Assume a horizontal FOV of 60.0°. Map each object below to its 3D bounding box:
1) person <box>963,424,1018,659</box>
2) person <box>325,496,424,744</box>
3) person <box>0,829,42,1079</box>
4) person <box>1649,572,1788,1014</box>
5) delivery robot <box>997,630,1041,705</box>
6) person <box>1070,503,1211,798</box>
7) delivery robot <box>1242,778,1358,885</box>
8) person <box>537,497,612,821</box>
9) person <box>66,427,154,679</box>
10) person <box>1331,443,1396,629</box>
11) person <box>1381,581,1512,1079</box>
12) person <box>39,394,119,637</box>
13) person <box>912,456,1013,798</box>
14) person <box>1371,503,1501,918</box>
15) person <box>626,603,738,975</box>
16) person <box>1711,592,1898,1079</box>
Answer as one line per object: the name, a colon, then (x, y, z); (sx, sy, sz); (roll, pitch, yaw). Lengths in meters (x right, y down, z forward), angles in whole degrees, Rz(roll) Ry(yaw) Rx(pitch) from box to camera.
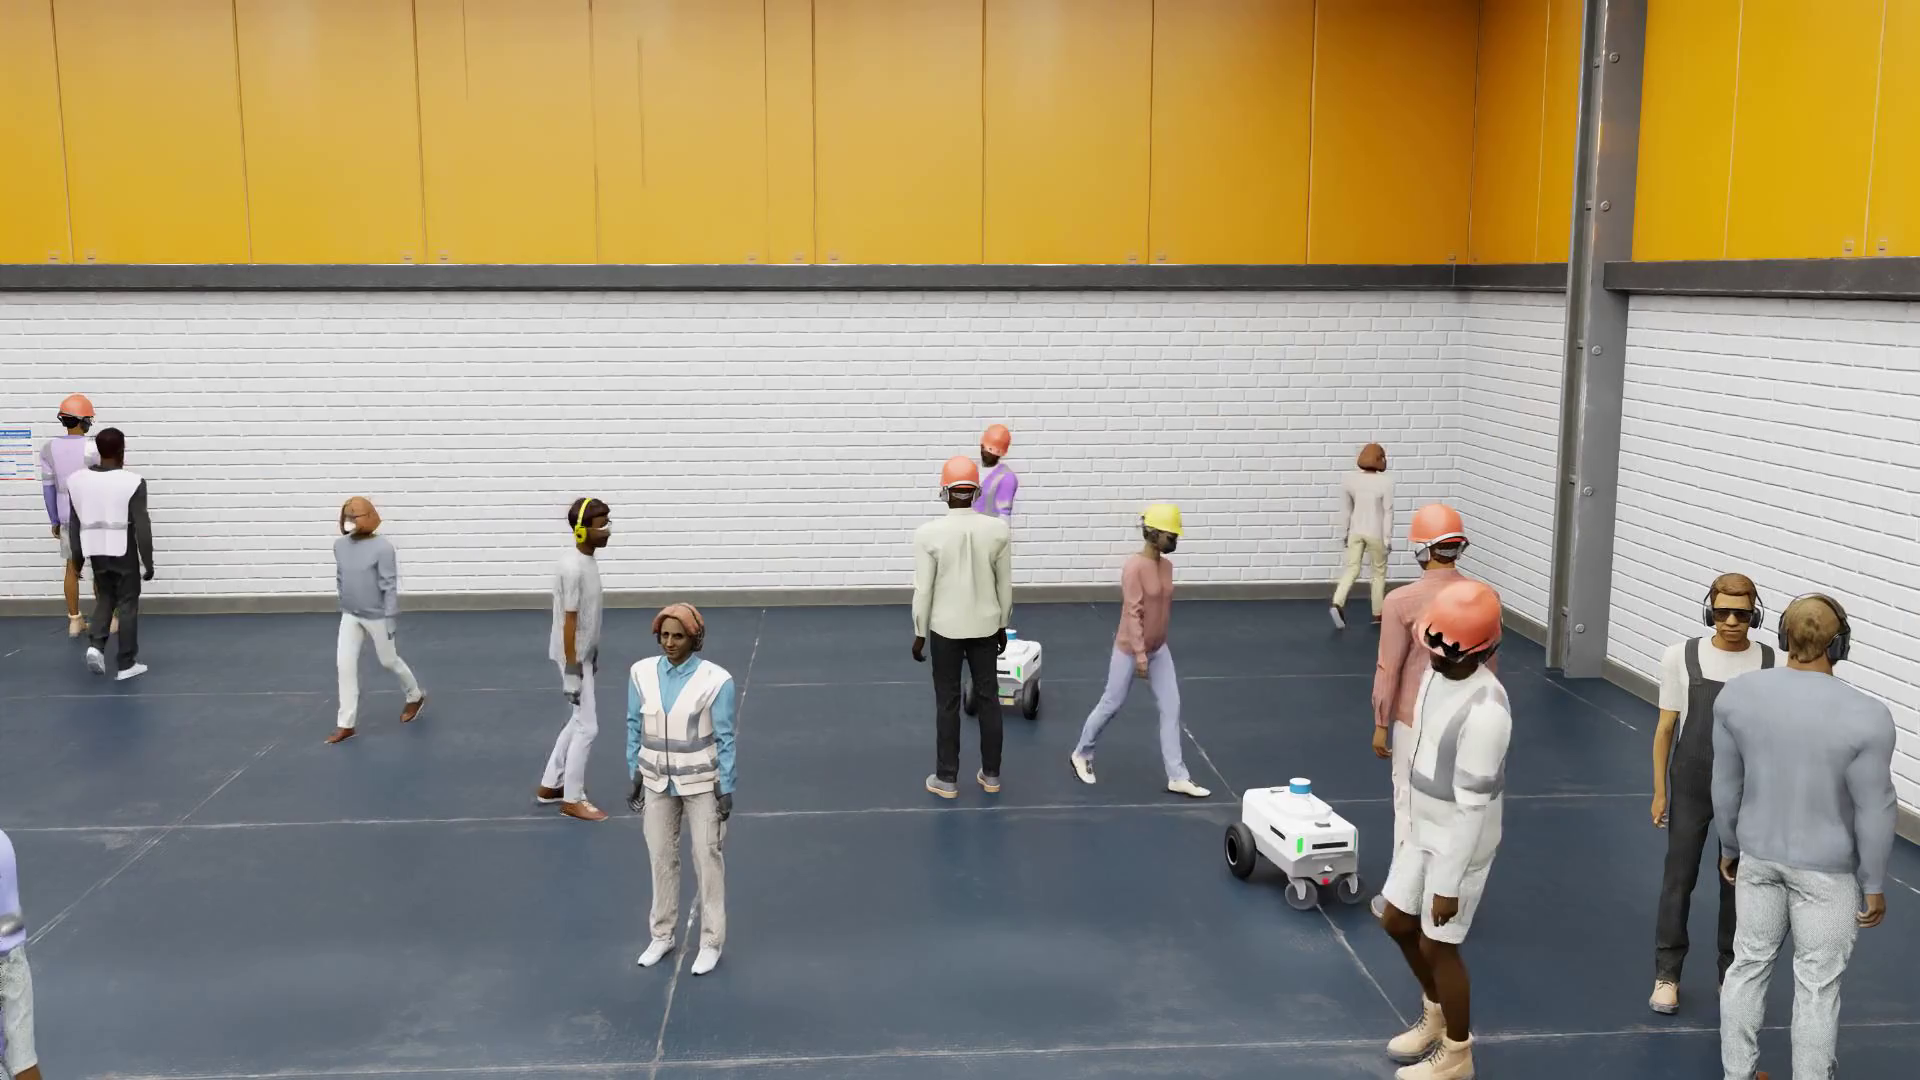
person: (0.166, 0.021, 13.109); (0.415, 1.881, 0.650); (-6, 11, -33)
person: (-3.892, 0.489, 11.031); (0.508, 1.601, 0.823); (3, 10, 21)
person: (-2.777, 1.374, 4.433); (0.571, 1.933, 0.378); (-2, 9, -13)
person: (3.099, 1.040, 6.797); (0.507, 1.846, 0.345); (3, 9, 16)
delivery robot: (0.342, 0.871, 11.606); (0.477, 0.478, 0.707); (2, 9, 15)
person: (1.050, 0.629, 9.802); (0.896, 1.716, 0.532); (8, 12, 42)
delivery robot: (1.667, 1.417, 8.178); (0.477, 0.478, 0.707); (-2, 9, -13)
person: (-2.153, 0.662, 9.254); (0.511, 1.831, 0.591); (0, 9, -2)
person: (-6.343, 0.109, 12.460); (0.619, 1.899, 0.461); (1, 9, 4)
person: (3.483, -0.039, 14.322); (0.501, 1.607, 0.761); (8, 12, 41)
person: (1.763, 1.094, 6.044); (0.428, 1.979, 0.704); (-1, 9, -4)
person: (-7.341, -0.198, 13.948); (0.605, 2.045, 0.377); (0, 9, 3)
person: (0.009, 0.504, 9.691); (0.612, 1.996, 0.388); (-3, 10, -18)
person: (2.199, 0.819, 7.749); (0.615, 1.987, 0.407); (-2, 9, -15)
person: (-1.206, 1.075, 7.257); (0.516, 1.633, 0.313); (3, 10, 18)
person: (2.962, 1.140, 5.881); (0.372, 1.940, 0.632); (-7, 11, -37)
